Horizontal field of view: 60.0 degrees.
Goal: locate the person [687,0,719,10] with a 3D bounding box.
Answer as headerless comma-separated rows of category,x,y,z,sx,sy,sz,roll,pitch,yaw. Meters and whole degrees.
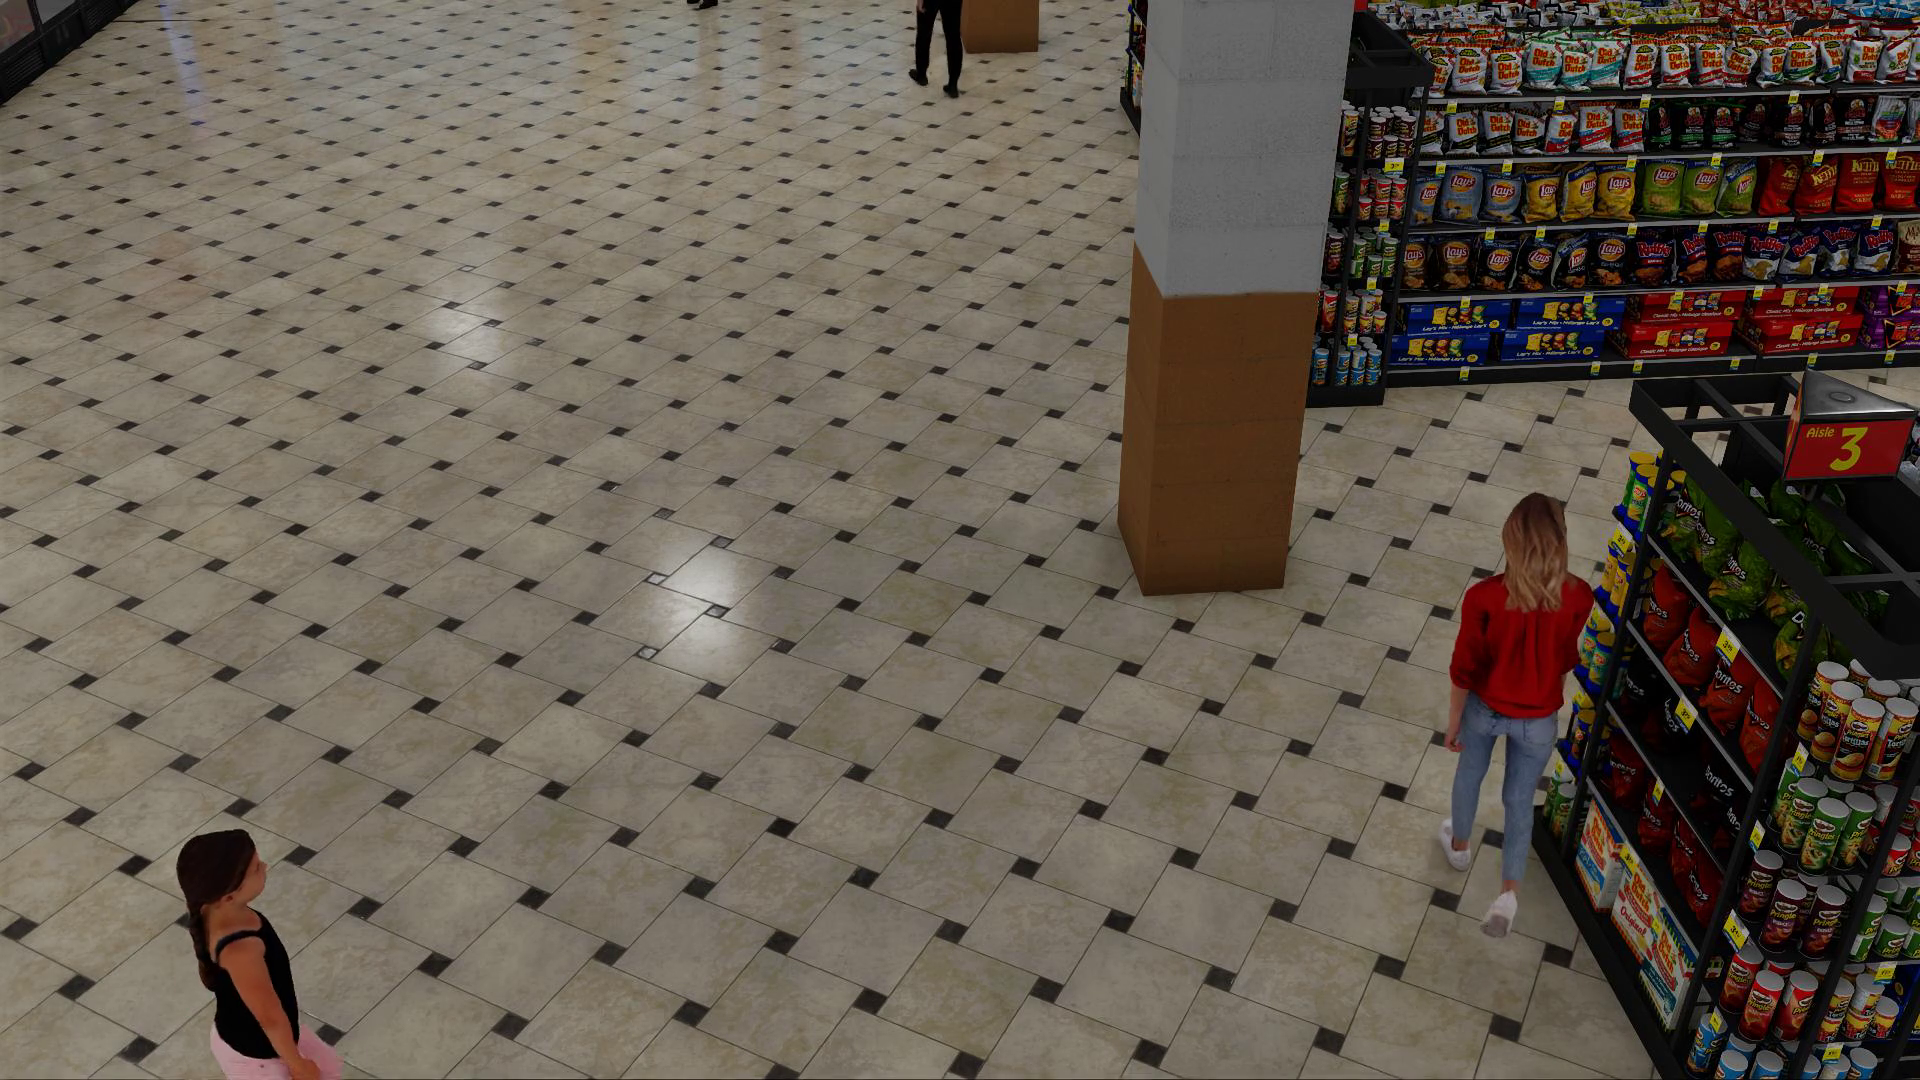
person,-2.697,-6.391,17.095,0.745,1.746,0.735,-21,38,-30

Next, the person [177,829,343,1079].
person,-2.019,1.450,4.679,0.722,1.550,0.671,-23,39,-33

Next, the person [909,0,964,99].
person,-0.140,-4.702,14.396,0.948,1.730,0.861,-11,34,-17

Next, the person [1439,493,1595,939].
person,1.944,0.659,5.825,0.987,1.681,0.812,4,32,6
